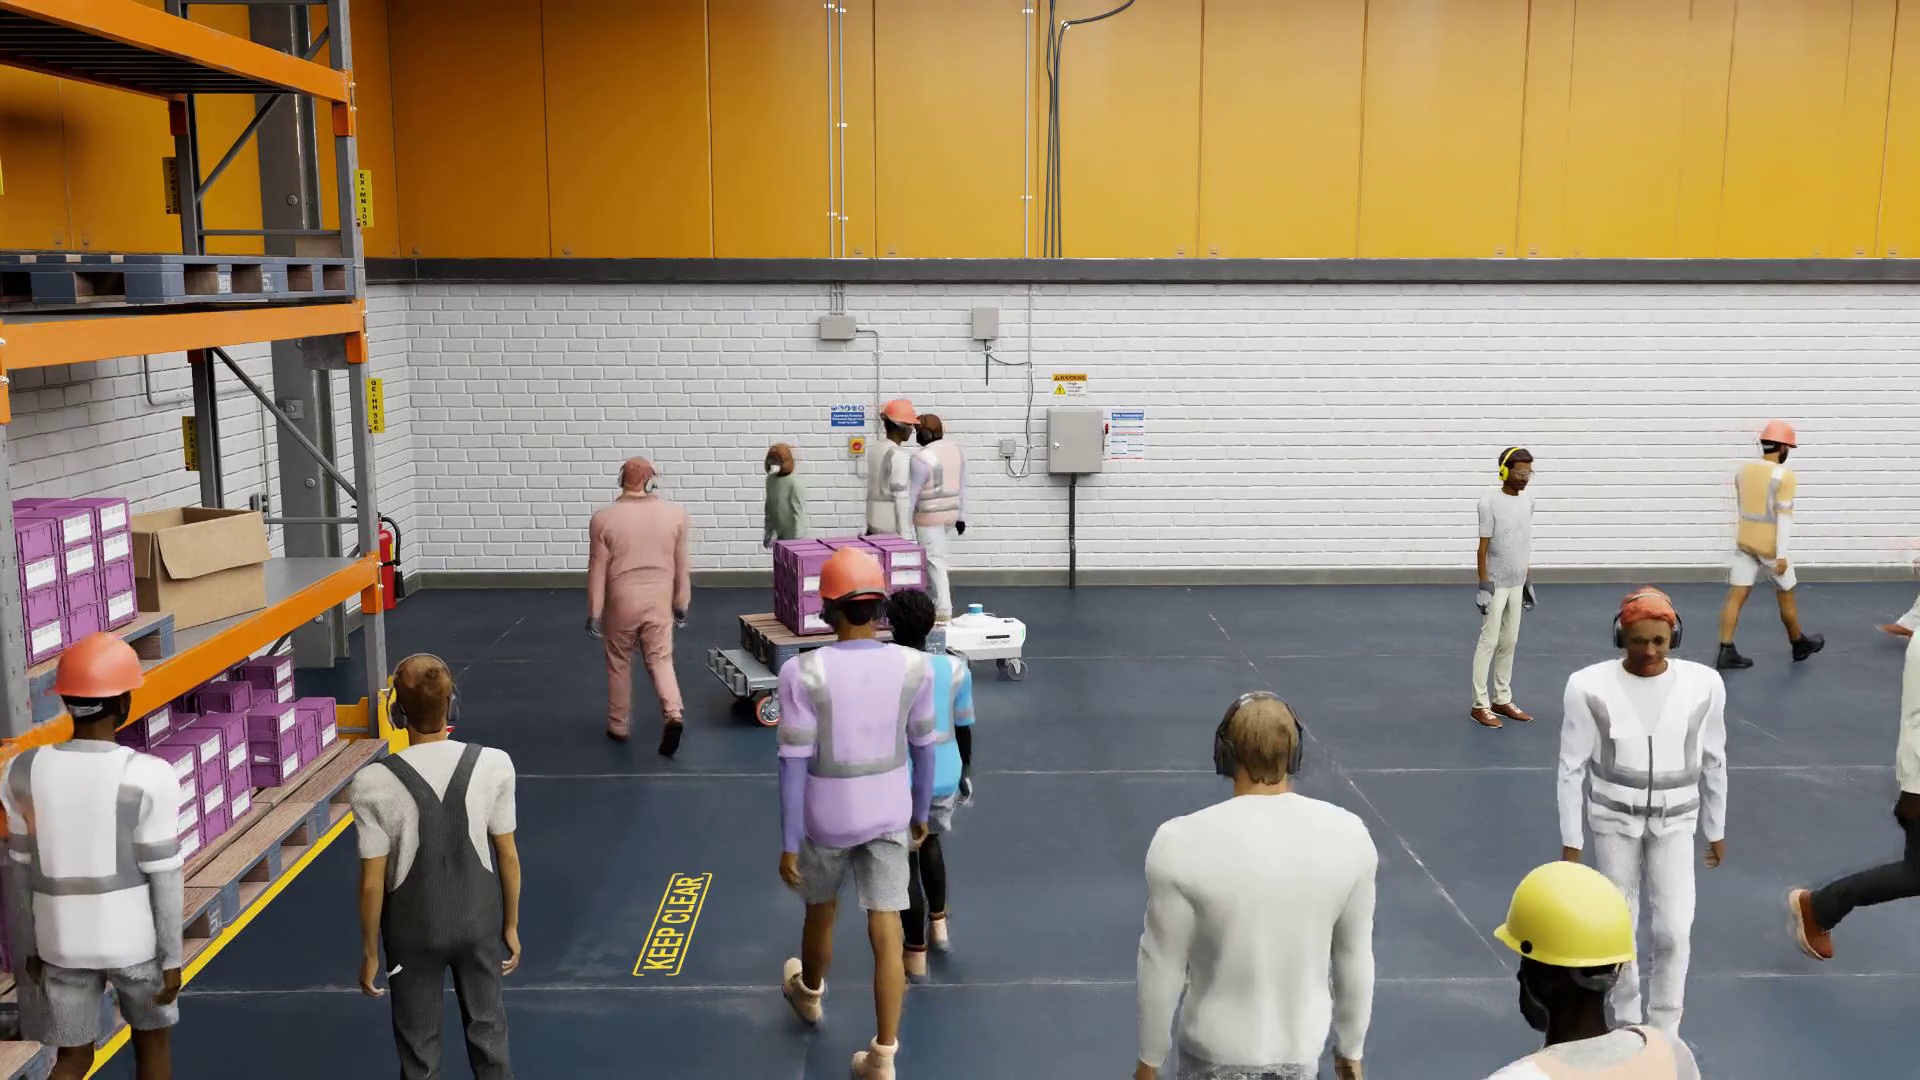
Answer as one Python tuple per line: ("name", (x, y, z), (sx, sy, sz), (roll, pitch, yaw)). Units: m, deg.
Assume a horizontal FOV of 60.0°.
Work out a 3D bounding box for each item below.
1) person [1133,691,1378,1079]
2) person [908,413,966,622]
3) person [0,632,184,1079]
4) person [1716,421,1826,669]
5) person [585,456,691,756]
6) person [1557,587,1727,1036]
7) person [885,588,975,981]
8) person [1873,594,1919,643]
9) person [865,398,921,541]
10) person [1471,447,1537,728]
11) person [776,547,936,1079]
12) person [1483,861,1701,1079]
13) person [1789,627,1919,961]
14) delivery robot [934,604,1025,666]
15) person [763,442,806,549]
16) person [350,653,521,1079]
("person", (0.793, 1.362, 4.449), (0.642, 1.927, 0.475), (-3, 10, -15))
("person", (-0.292, -0.174, 14.163), (0.631, 1.815, 0.637), (6, 11, 33))
("person", (-2.679, 1.249, 5.139), (0.544, 1.918, 0.773), (-1, 9, -4))
("person", (6.187, 0.039, 12.680), (1.011, 1.873, 0.564), (-4, 10, -22))
("person", (-1.997, 0.410, 10.446), (0.679, 1.870, 0.866), (-5, 11, -28))
("person", (2.554, 1.097, 6.225), (0.620, 1.862, 0.623), (2, 10, 15))
("person", (-0.219, 1.037, 7.177), (0.548, 1.681, 0.499), (-5, 11, -29))
("person", (7.855, -0.050, 13.178), (0.996, 1.884, 0.655), (3, 10, 16))
("person", (-0.624, -0.115, 13.204), (0.660, 2.017, 0.604), (-4, 10, -23))
("person", (3.642, 0.309, 11.077), (0.508, 1.864, 0.329), (-6, 11, -32))
("person", (-0.425, 1.012, 6.326), (0.641, 1.997, 1.019), (-3, 10, -19))
("person", (1.230, 1.569, 3.278), (0.599, 1.891, 0.921), (-4, 10, -25))
("person", (3.978, 0.943, 6.888), (0.624, 1.972, 0.775), (-8, 12, -40))
("delivery robot", (0.117, 0.717, 12.285), (0.707, 0.478, 0.477), (-3, 10, -16))
("person", (-1.423, -0.017, 13.843), (0.441, 1.613, 0.571), (-7, 11, -36))
("person", (-1.648, 1.264, 5.281), (0.504, 1.844, 0.345), (-5, 11, -29))
